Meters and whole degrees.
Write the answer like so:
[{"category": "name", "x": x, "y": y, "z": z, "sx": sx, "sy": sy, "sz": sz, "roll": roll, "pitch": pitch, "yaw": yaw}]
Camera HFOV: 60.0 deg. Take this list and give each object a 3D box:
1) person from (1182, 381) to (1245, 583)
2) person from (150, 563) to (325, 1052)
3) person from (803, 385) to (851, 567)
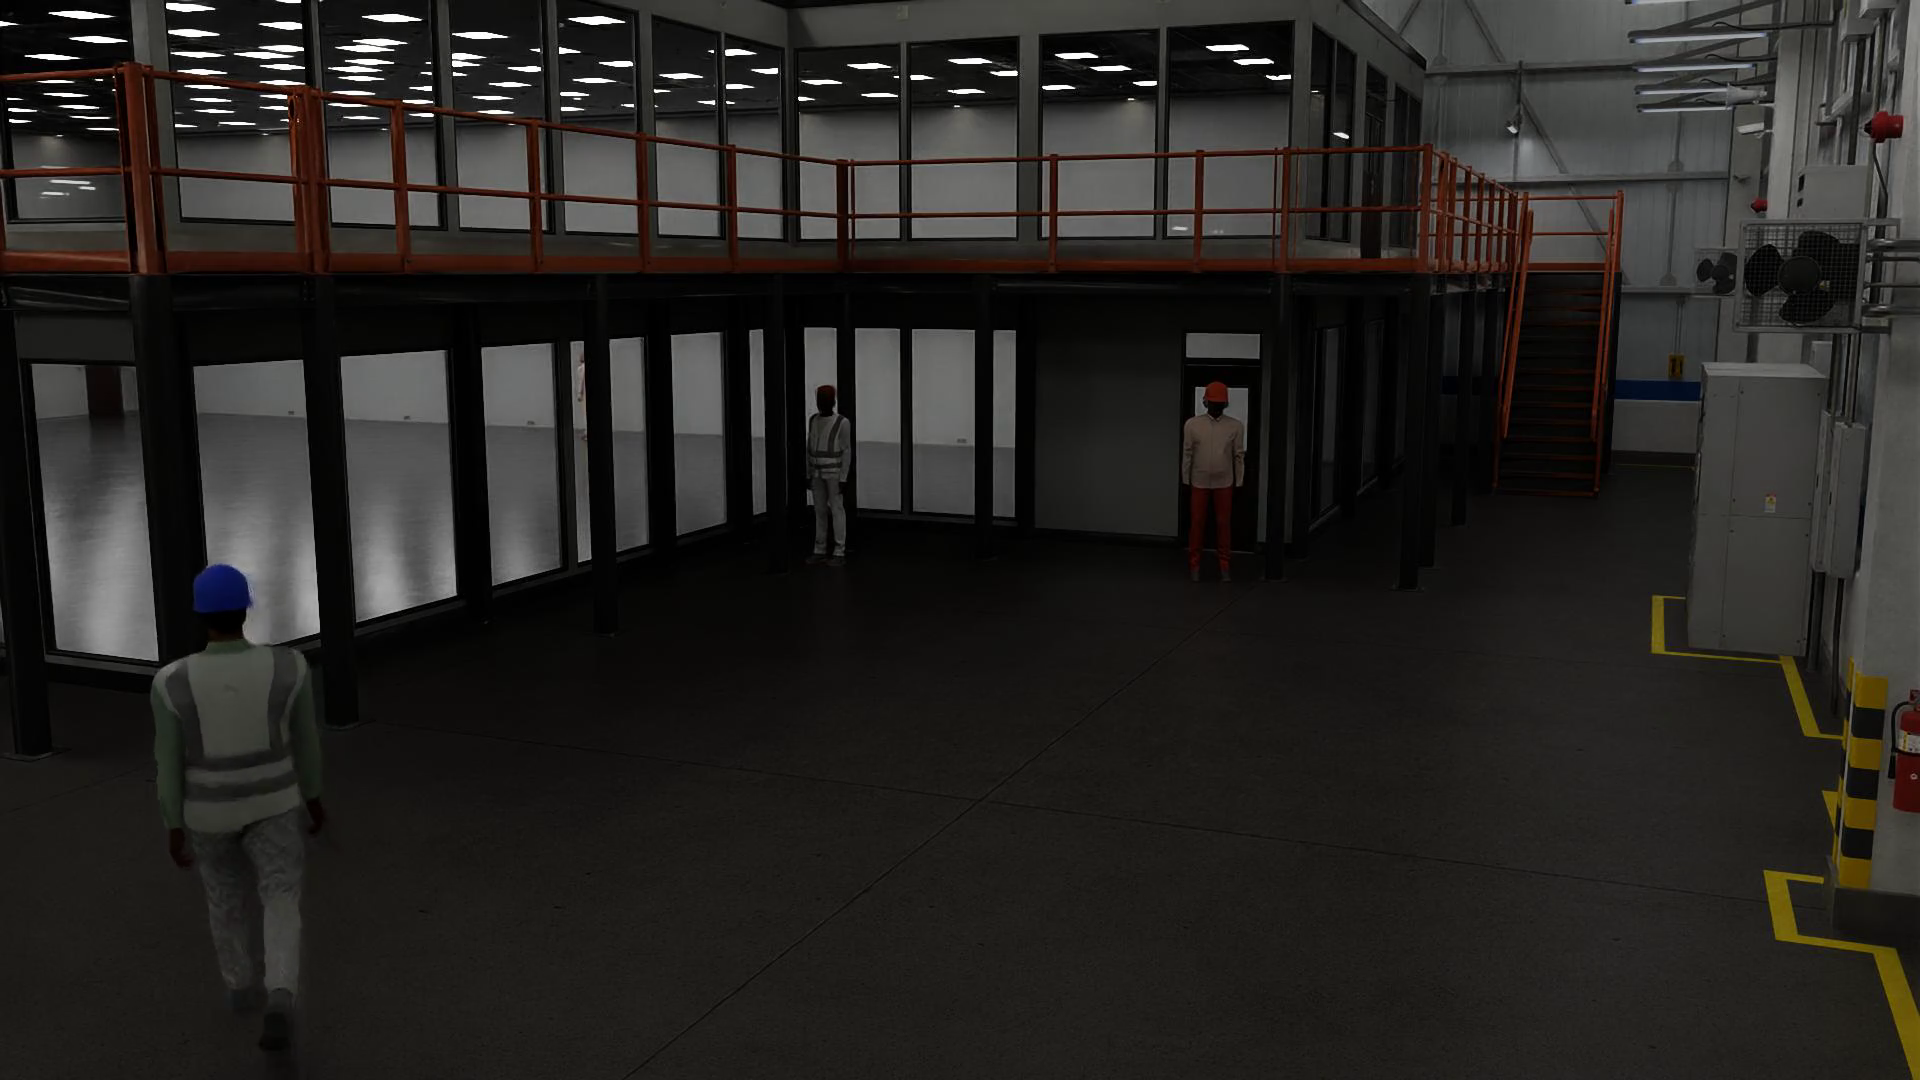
[{"category": "person", "x": 2.480, "y": -0.564, "z": 16.309, "sx": 0.612, "sy": 1.986, "sz": 0.406, "roll": 1, "pitch": 9, "yaw": 5}, {"category": "person", "x": -2.832, "y": 1.046, "z": 6.577, "sx": 0.616, "sy": 1.922, "sz": 0.881, "roll": -4, "pitch": 10, "yaw": -22}, {"category": "person", "x": -1.383, "y": -0.663, "z": 17.226, "sx": 0.576, "sy": 1.884, "sz": 0.355, "roll": 7, "pitch": 12, "yaw": 37}]
